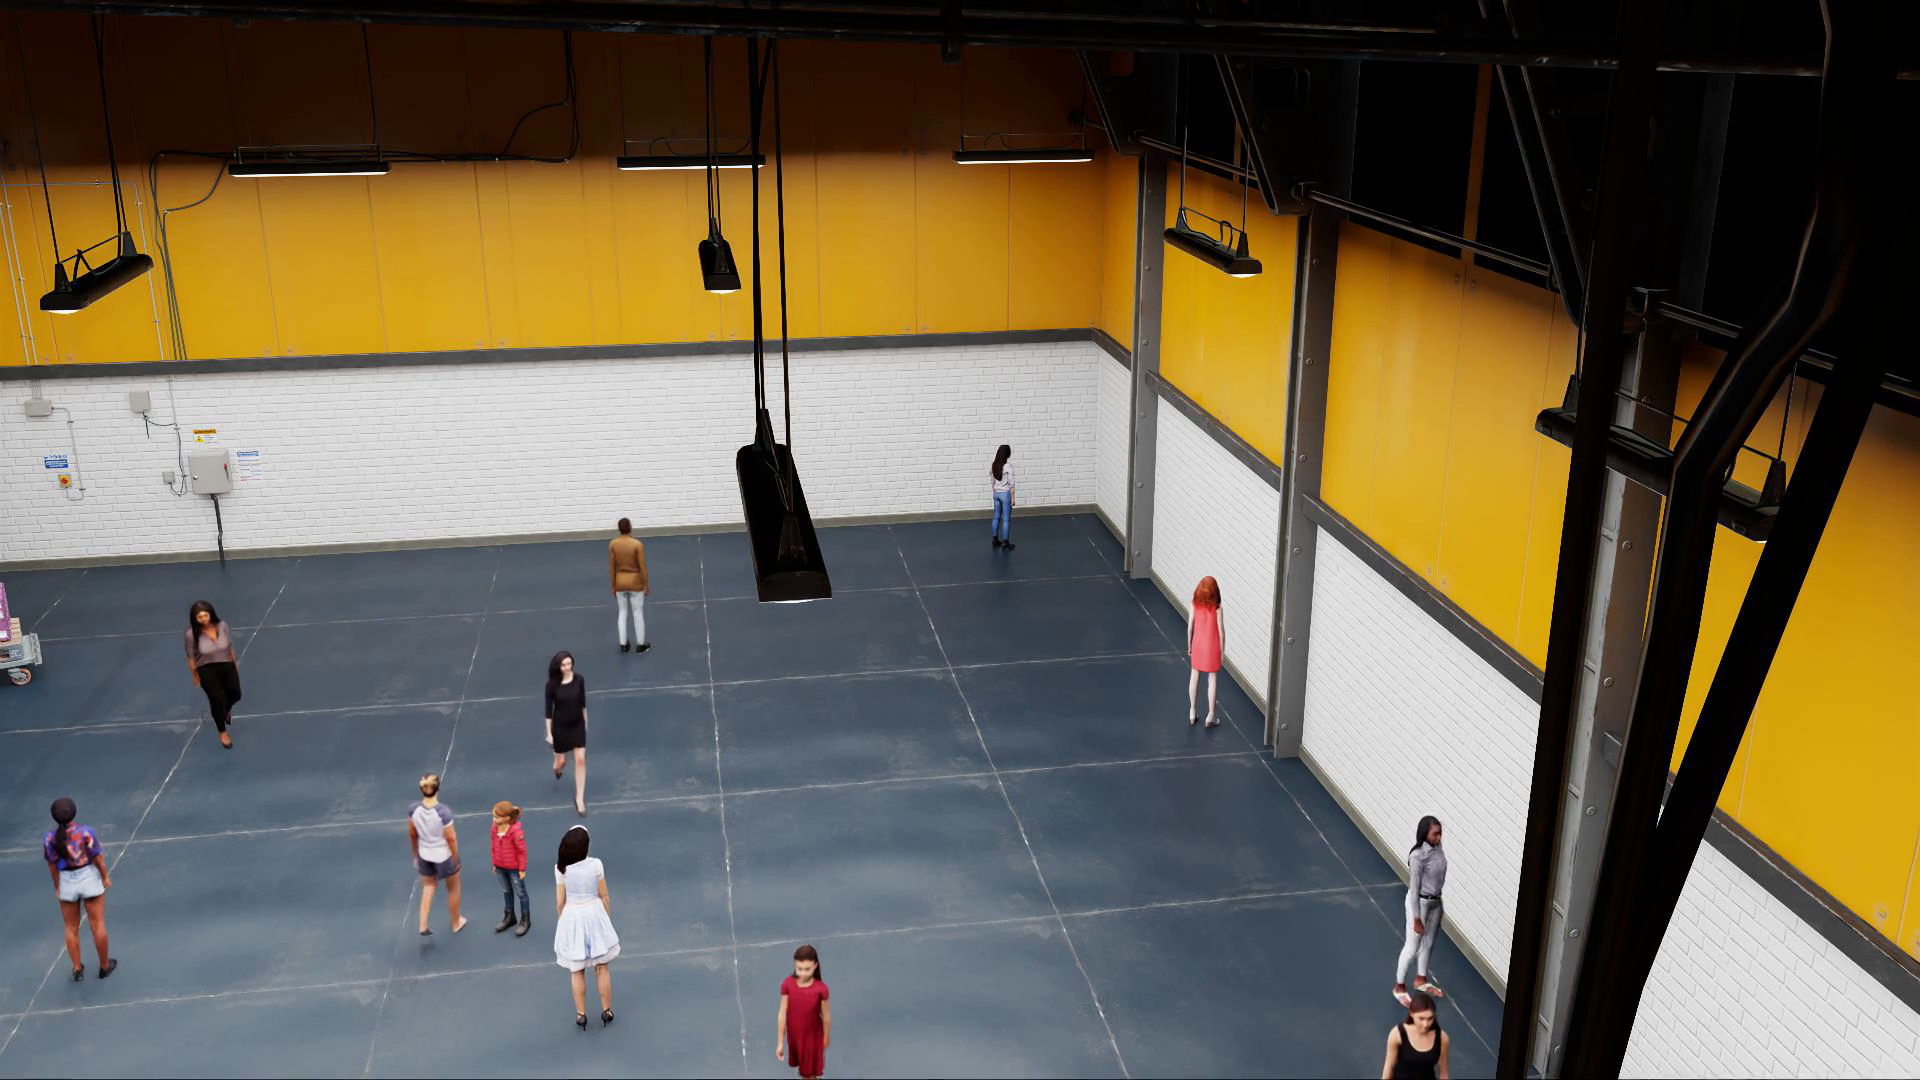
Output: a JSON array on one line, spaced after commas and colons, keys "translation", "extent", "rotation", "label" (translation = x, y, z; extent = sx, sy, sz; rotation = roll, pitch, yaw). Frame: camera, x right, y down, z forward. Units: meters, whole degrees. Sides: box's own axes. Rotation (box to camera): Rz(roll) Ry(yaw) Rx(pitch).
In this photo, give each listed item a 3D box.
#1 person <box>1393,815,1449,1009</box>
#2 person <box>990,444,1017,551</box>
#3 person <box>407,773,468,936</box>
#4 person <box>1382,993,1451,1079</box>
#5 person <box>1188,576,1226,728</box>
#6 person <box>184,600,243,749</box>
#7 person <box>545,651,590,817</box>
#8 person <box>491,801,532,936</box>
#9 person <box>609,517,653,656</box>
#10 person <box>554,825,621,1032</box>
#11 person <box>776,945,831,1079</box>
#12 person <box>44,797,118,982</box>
[{"translation": [3.919, 3.092, 14.036], "extent": [0.713, 1.724, 0.703], "rotation": [18, 25, 42], "label": "person"}, {"translation": [0.648, -0.667, 25.347], "extent": [0.646, 1.631, 0.742], "rotation": [17, 25, 41], "label": "person"}, {"translation": [-4.711, 2.859, 14.901], "extent": [0.710, 1.614, 0.847], "rotation": [3, 19, 9], "label": "person"}, {"translation": [3.174, 3.889, 11.763], "extent": [0.686, 1.666, 0.908], "rotation": [-1, 19, -2], "label": "person"}, {"translation": [2.841, 1.284, 19.245], "extent": [0.668, 1.827, 0.714], "rotation": [11, 22, 30], "label": "person"}, {"translation": [-8.422, 1.468, 18.729], "extent": [1.050, 1.807, 0.937], "rotation": [18, 25, 42], "label": "person"}, {"translation": [-4.092, 1.971, 17.273], "extent": [0.822, 1.784, 1.036], "rotation": [-11, 22, -30], "label": "person"}, {"translation": [-4.077, 2.951, 15.097], "extent": [0.588, 1.314, 0.625], "rotation": [8, 20, 23], "label": "person"}, {"translation": [-4.253, 0.580, 21.354], "extent": [0.700, 1.815, 0.629], "rotation": [2, 19, 6], "label": "person"}, {"translation": [-3.078, 3.179, 13.638], "extent": [0.692, 1.815, 0.711], "rotation": [-4, 19, -12], "label": "person"}, {"translation": [-1.160, 3.704, 12.542], "extent": [0.794, 1.518, 1.138], "rotation": [3, 19, 10], "label": "person"}, {"translation": [-7.561, 3.001, 14.279], "extent": [0.593, 1.743, 0.554], "rotation": [-4, 19, -11], "label": "person"}]
